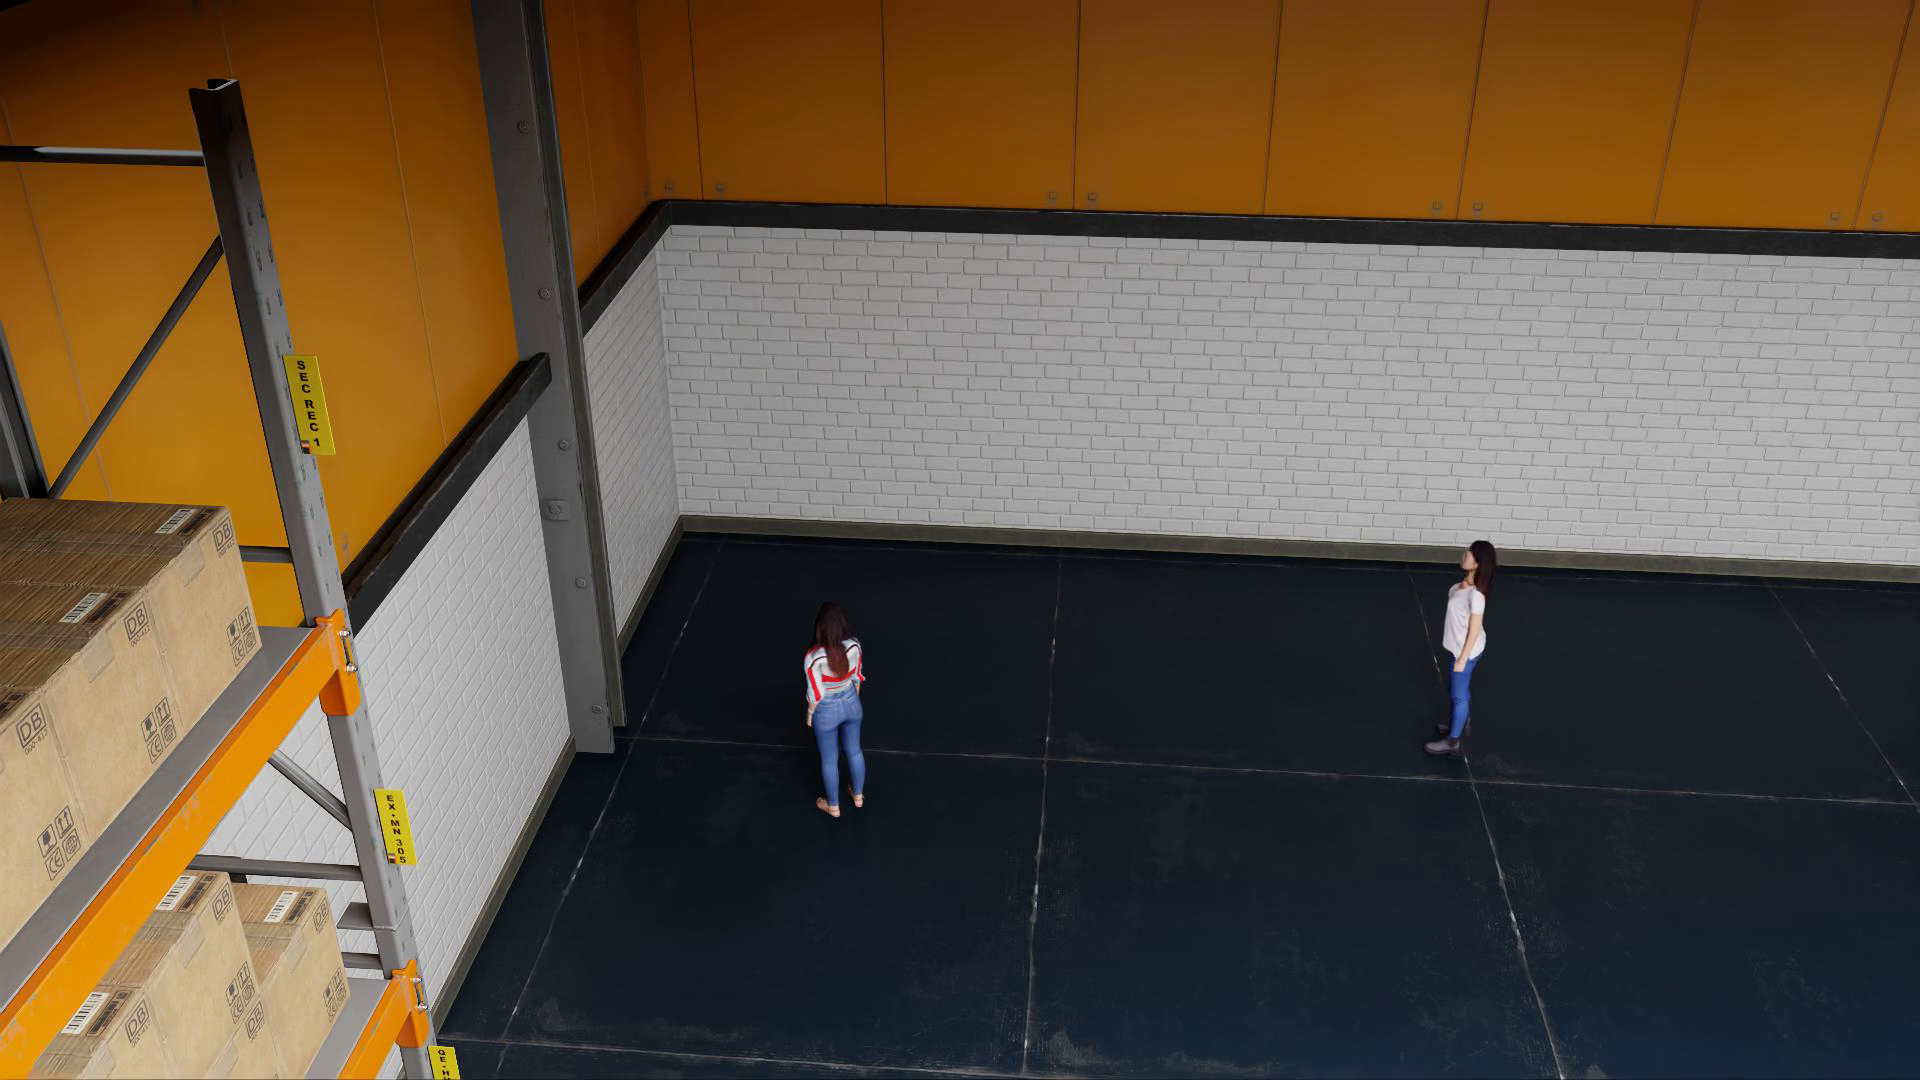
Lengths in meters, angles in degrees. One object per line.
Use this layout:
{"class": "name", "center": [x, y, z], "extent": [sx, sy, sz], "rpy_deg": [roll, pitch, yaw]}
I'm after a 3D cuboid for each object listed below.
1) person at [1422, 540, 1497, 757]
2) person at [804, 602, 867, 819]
{"class": "person", "center": [3.544, 0.760, 11.647], "extent": [0.705, 1.686, 0.551], "rpy_deg": [7, 29, 13]}
{"class": "person", "center": [-0.821, 1.118, 11.066], "extent": [0.667, 1.614, 0.700], "rpy_deg": [-17, 33, -28]}
